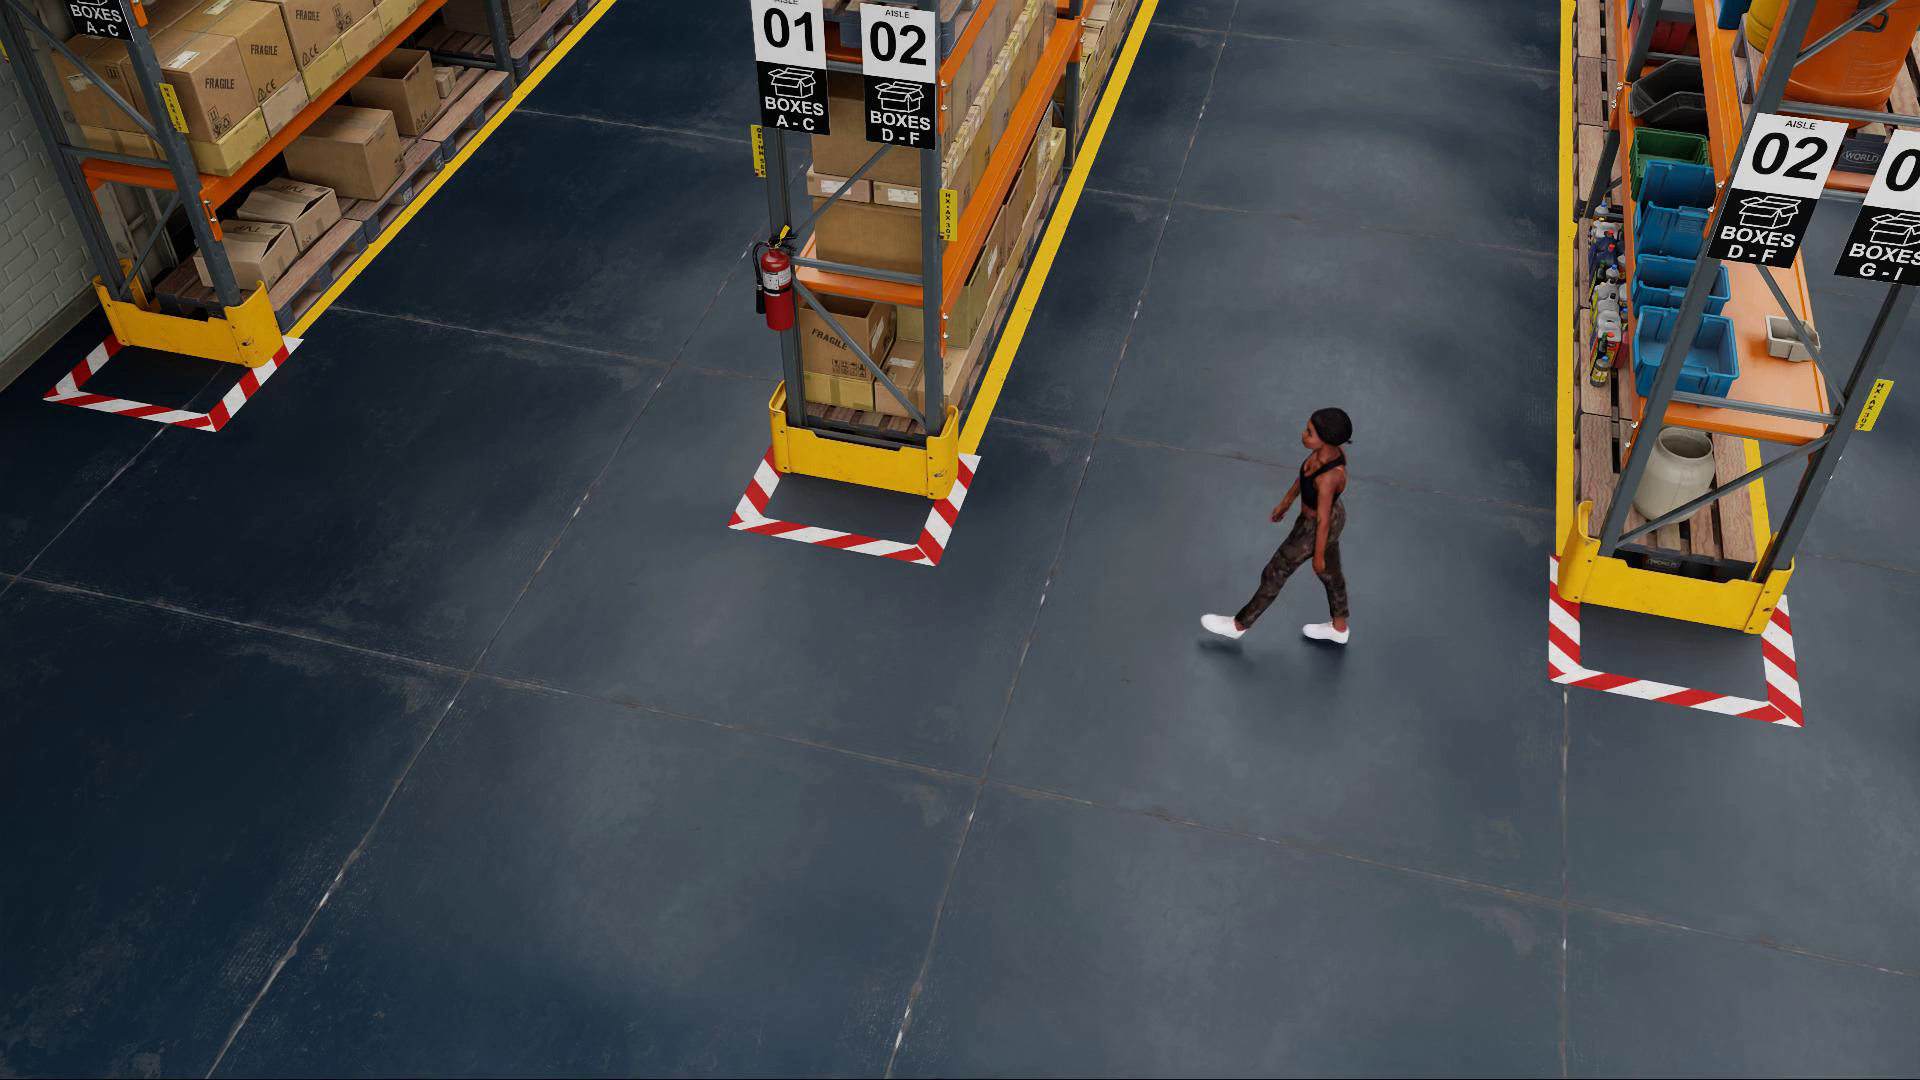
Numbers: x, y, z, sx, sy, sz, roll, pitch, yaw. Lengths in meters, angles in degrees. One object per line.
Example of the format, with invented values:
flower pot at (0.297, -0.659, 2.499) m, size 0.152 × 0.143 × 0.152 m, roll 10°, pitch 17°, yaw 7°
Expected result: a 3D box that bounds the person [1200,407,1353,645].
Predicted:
person at (2.026, -0.029, 9.056) m, size 0.666 × 1.662 × 1.000 m, roll 10°, pitch 44°, yaw 10°
